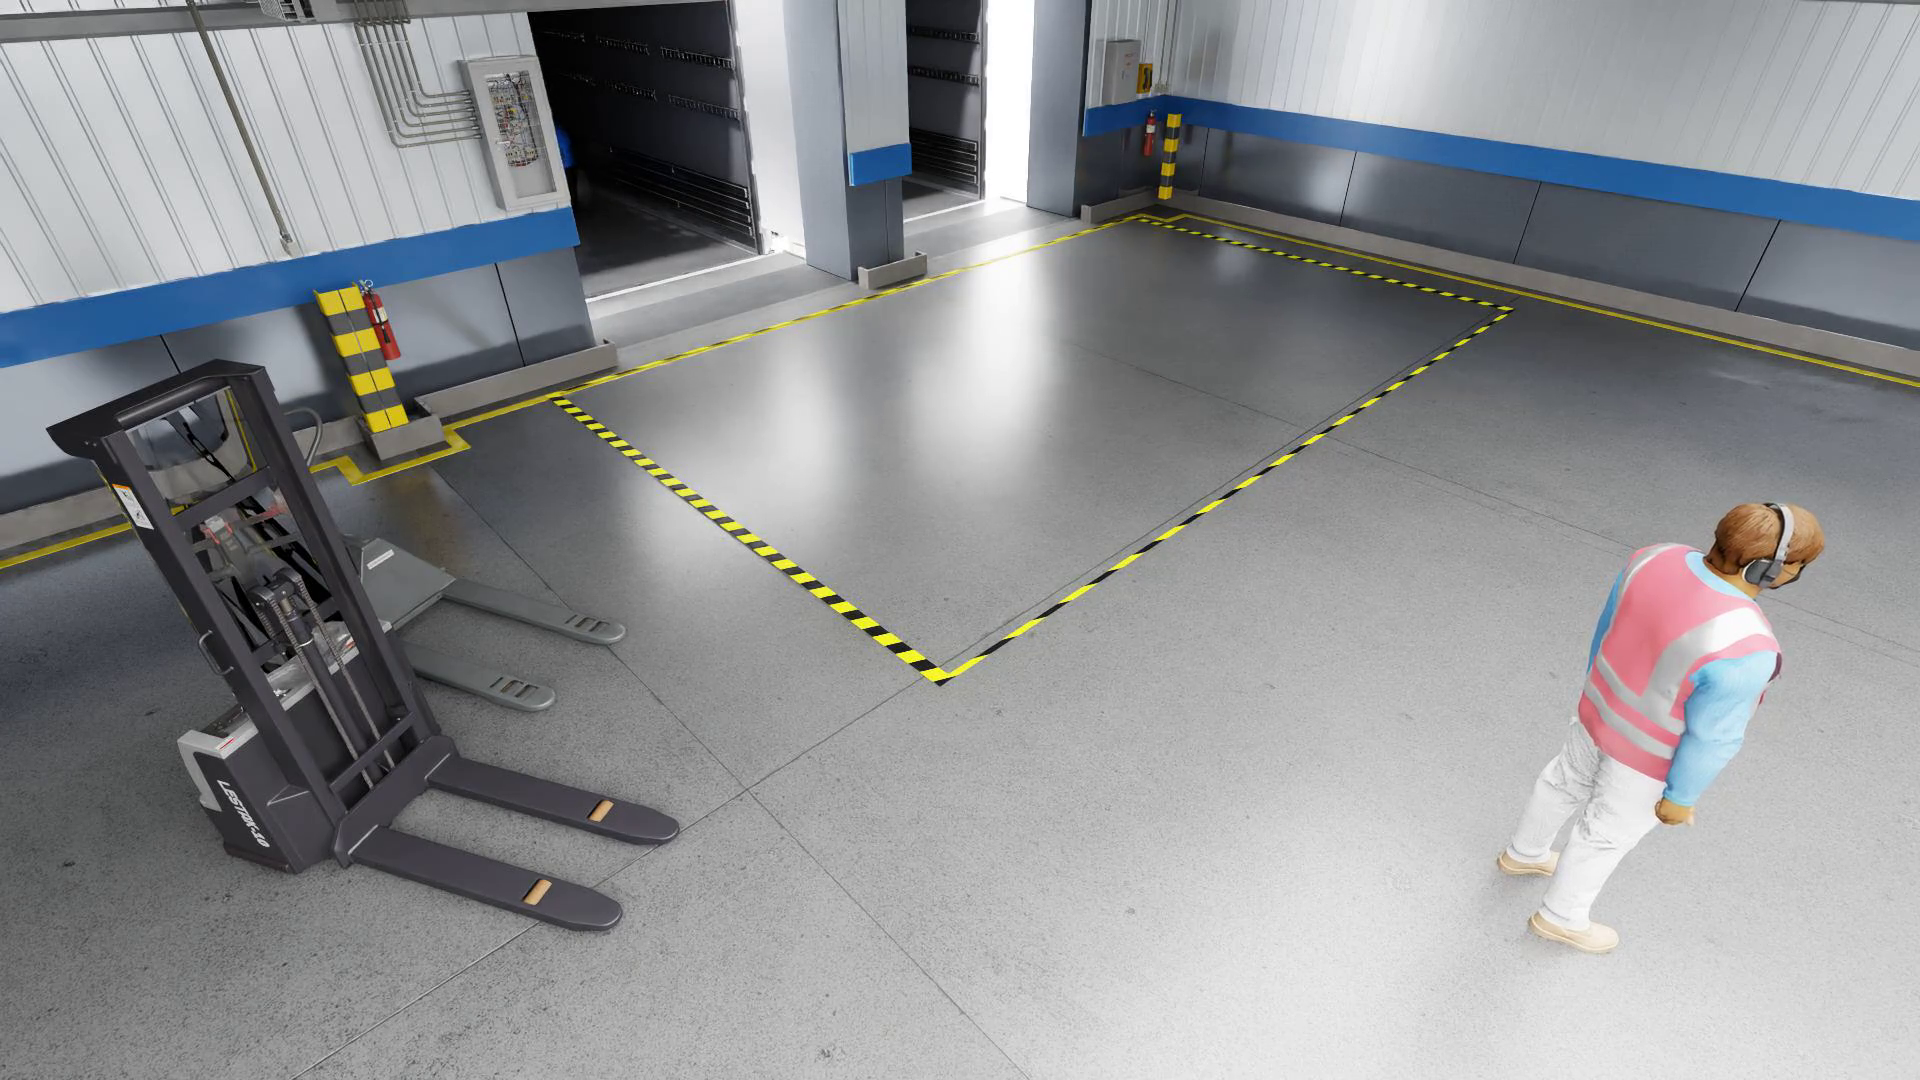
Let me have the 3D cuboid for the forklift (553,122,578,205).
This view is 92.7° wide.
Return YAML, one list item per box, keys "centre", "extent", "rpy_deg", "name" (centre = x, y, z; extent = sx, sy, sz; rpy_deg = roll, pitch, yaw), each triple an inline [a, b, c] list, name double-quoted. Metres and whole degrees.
- centre: [-6.058, -5.549, 11.815]
  extent: [1.157, 2.036, 2.680]
  rpy_deg: [-26, 42, -33]
  name: "forklift"

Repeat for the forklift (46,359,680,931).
- centre: [-2.135, 0.422, 3.354]
  extent: [1.885, 1.965, 0.823]
  rpy_deg: [10, 35, 14]
  name: "forklift"

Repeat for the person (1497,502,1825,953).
- centre: [2.344, 0.664, 3.134]
  extent: [0.429, 1.842, 0.629]
  rpy_deg: [3, 34, 5]
  name: "person"

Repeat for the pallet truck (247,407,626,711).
- centre: [-2.628, 0.038, 4.590]
  extent: [1.601, 1.201, 0.680]
  rpy_deg: [12, 36, 18]
  name: "pallet truck"
